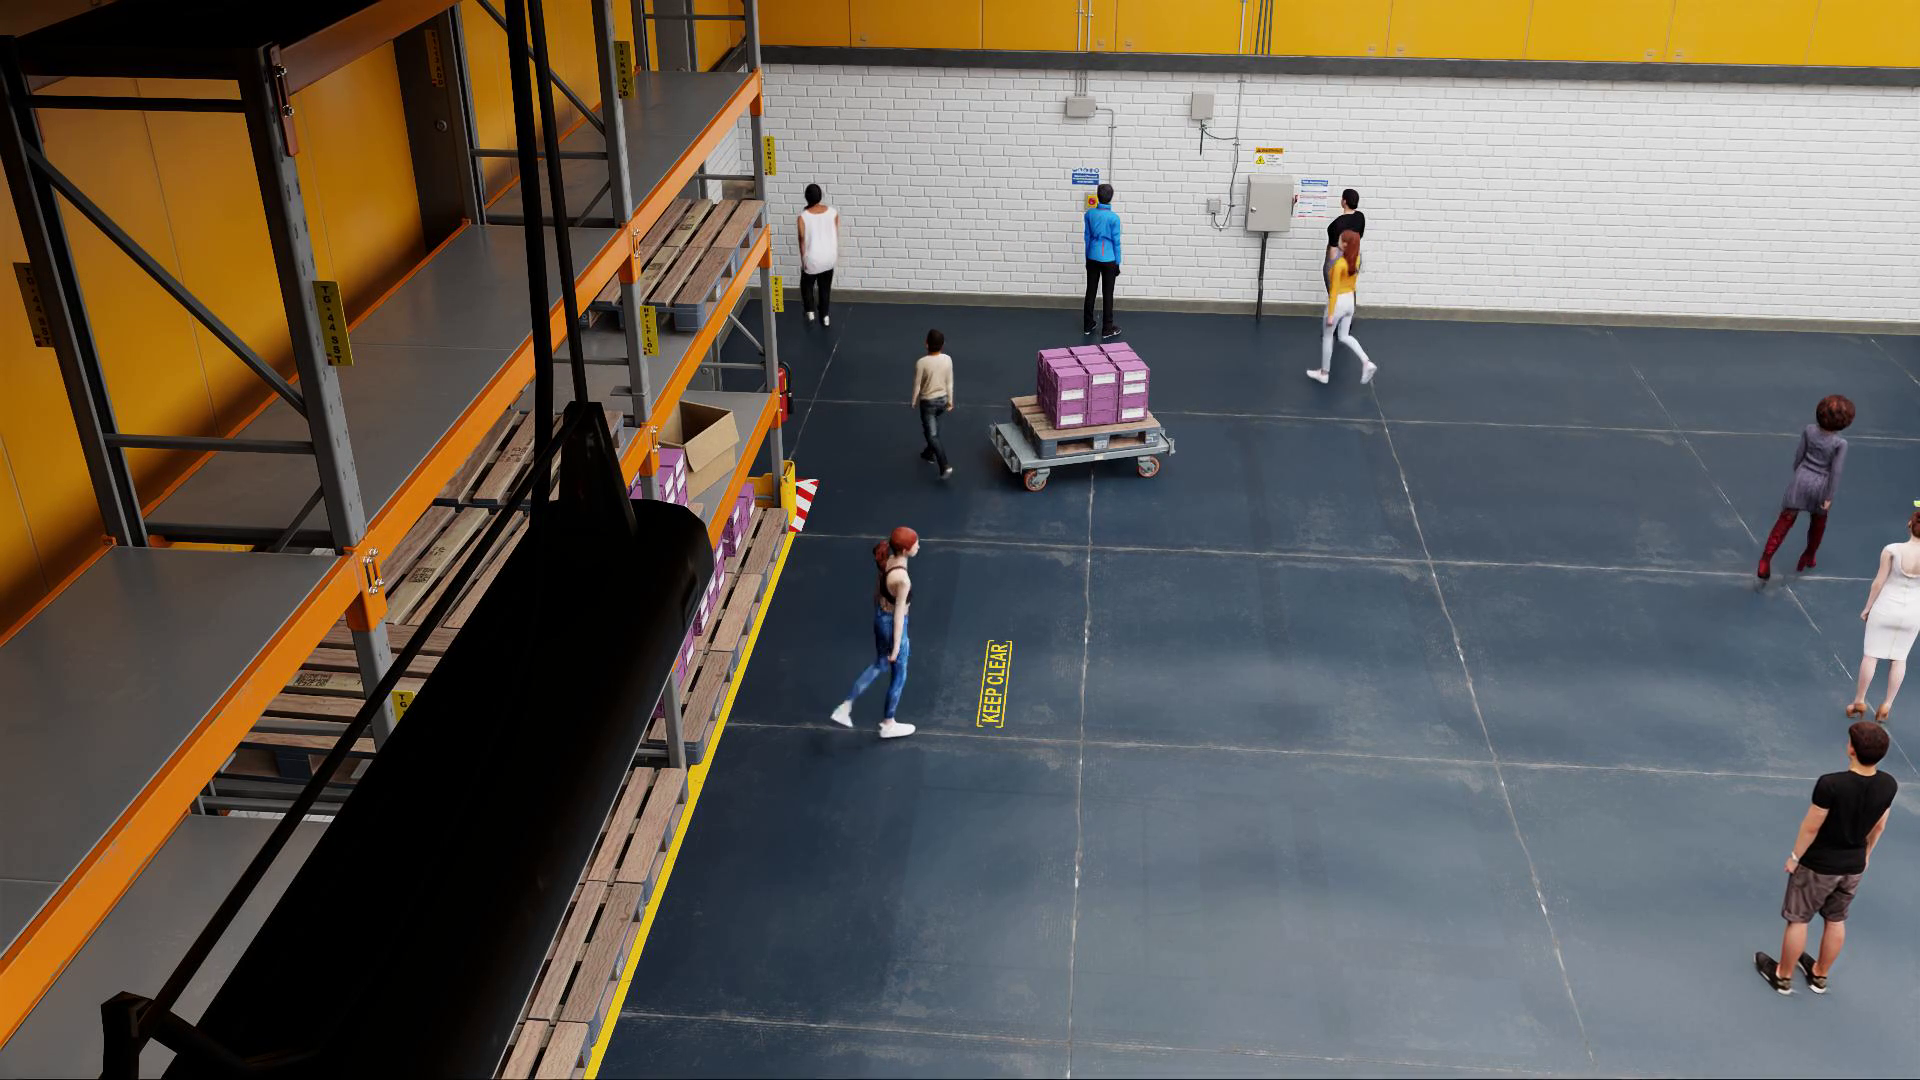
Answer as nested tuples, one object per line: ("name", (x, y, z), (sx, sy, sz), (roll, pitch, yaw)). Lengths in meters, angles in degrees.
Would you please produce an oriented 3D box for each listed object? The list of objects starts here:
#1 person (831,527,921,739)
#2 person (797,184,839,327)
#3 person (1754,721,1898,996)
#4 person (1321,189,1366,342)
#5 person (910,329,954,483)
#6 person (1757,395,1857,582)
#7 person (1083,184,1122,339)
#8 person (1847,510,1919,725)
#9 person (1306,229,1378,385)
("person", (-0.552, 0.709, 11.888), (0.909, 1.765, 0.927), (-16, 32, -27))
("person", (-1.638, -3.295, 19.321), (0.763, 1.676, 0.768), (-9, 30, -16))
("person", (5.070, 1.864, 9.670), (0.697, 1.860, 0.657), (-4, 29, -8))
("person", (4.378, -3.141, 18.950), (0.768, 1.760, 0.833), (-23, 36, -36))
("person", (-0.227, -1.271, 15.854), (0.920, 1.442, 1.034), (-18, 34, -30))
("person", (7.102, -0.397, 14.005), (1.101, 1.679, 1.062), (-21, 35, -33))
("person", (1.615, -3.199, 19.022), (0.689, 1.794, 0.692), (17, 33, 28))
("person", (6.820, 0.557, 12.138), (0.620, 1.792, 0.568), (9, 30, 16))
("person", (4.126, -2.432, 17.681), (1.041, 1.732, 1.029), (25, 37, 38))
